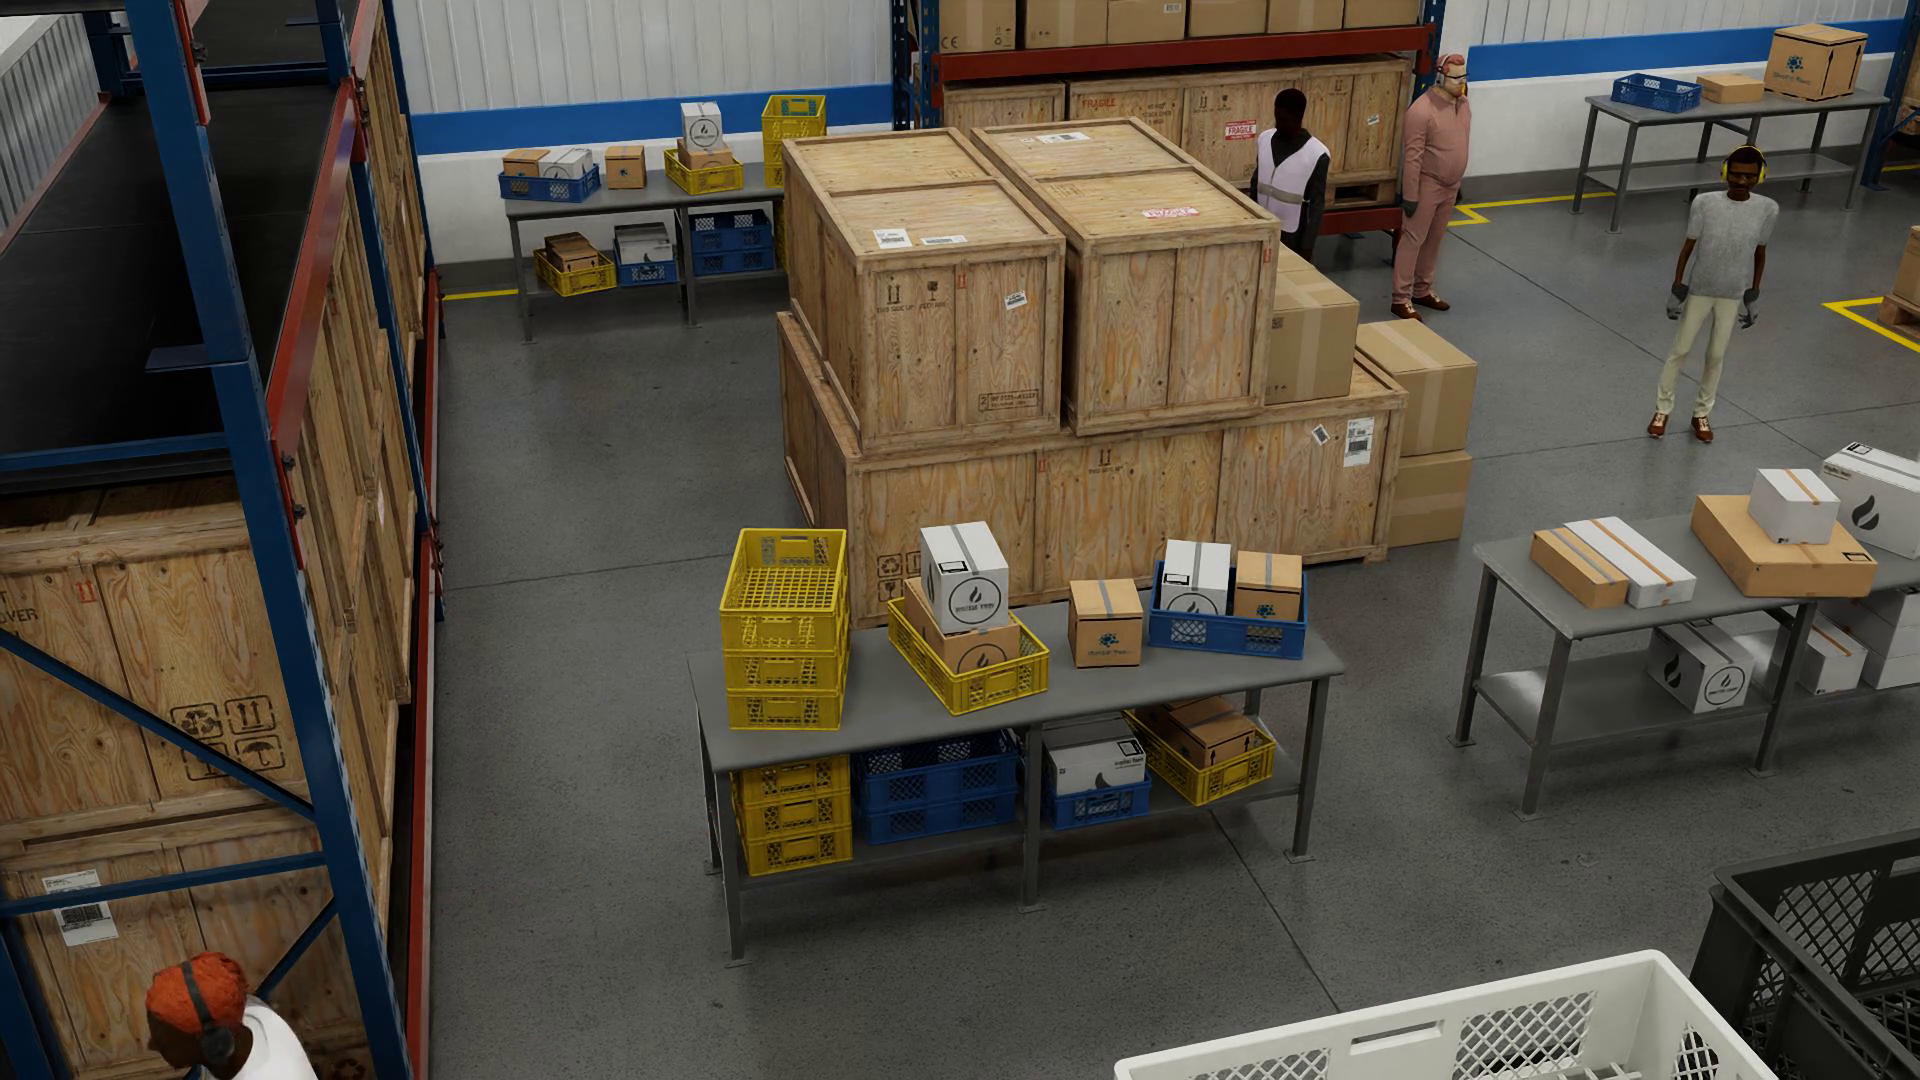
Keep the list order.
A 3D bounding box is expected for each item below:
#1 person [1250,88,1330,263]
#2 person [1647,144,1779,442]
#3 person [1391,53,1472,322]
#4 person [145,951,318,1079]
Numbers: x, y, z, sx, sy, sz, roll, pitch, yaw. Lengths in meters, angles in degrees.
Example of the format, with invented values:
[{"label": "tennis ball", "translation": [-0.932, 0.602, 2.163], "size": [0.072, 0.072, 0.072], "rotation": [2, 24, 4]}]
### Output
[{"label": "person", "translation": [2.169, -2.082, 11.178], "size": [0.392, 1.914, 0.587], "rotation": [-22, 36, -35]}, {"label": "person", "translation": [4.613, -1.491, 10.159], "size": [0.528, 1.860, 0.313], "rotation": [7, 30, 13]}, {"label": "person", "translation": [3.435, -2.547, 12.030], "size": [0.647, 1.908, 0.409], "rotation": [-23, 36, -36]}, {"label": "person", "translation": [-1.780, 1.770, 4.273], "size": [0.991, 1.828, 0.607], "rotation": [-14, 32, -24]}]
